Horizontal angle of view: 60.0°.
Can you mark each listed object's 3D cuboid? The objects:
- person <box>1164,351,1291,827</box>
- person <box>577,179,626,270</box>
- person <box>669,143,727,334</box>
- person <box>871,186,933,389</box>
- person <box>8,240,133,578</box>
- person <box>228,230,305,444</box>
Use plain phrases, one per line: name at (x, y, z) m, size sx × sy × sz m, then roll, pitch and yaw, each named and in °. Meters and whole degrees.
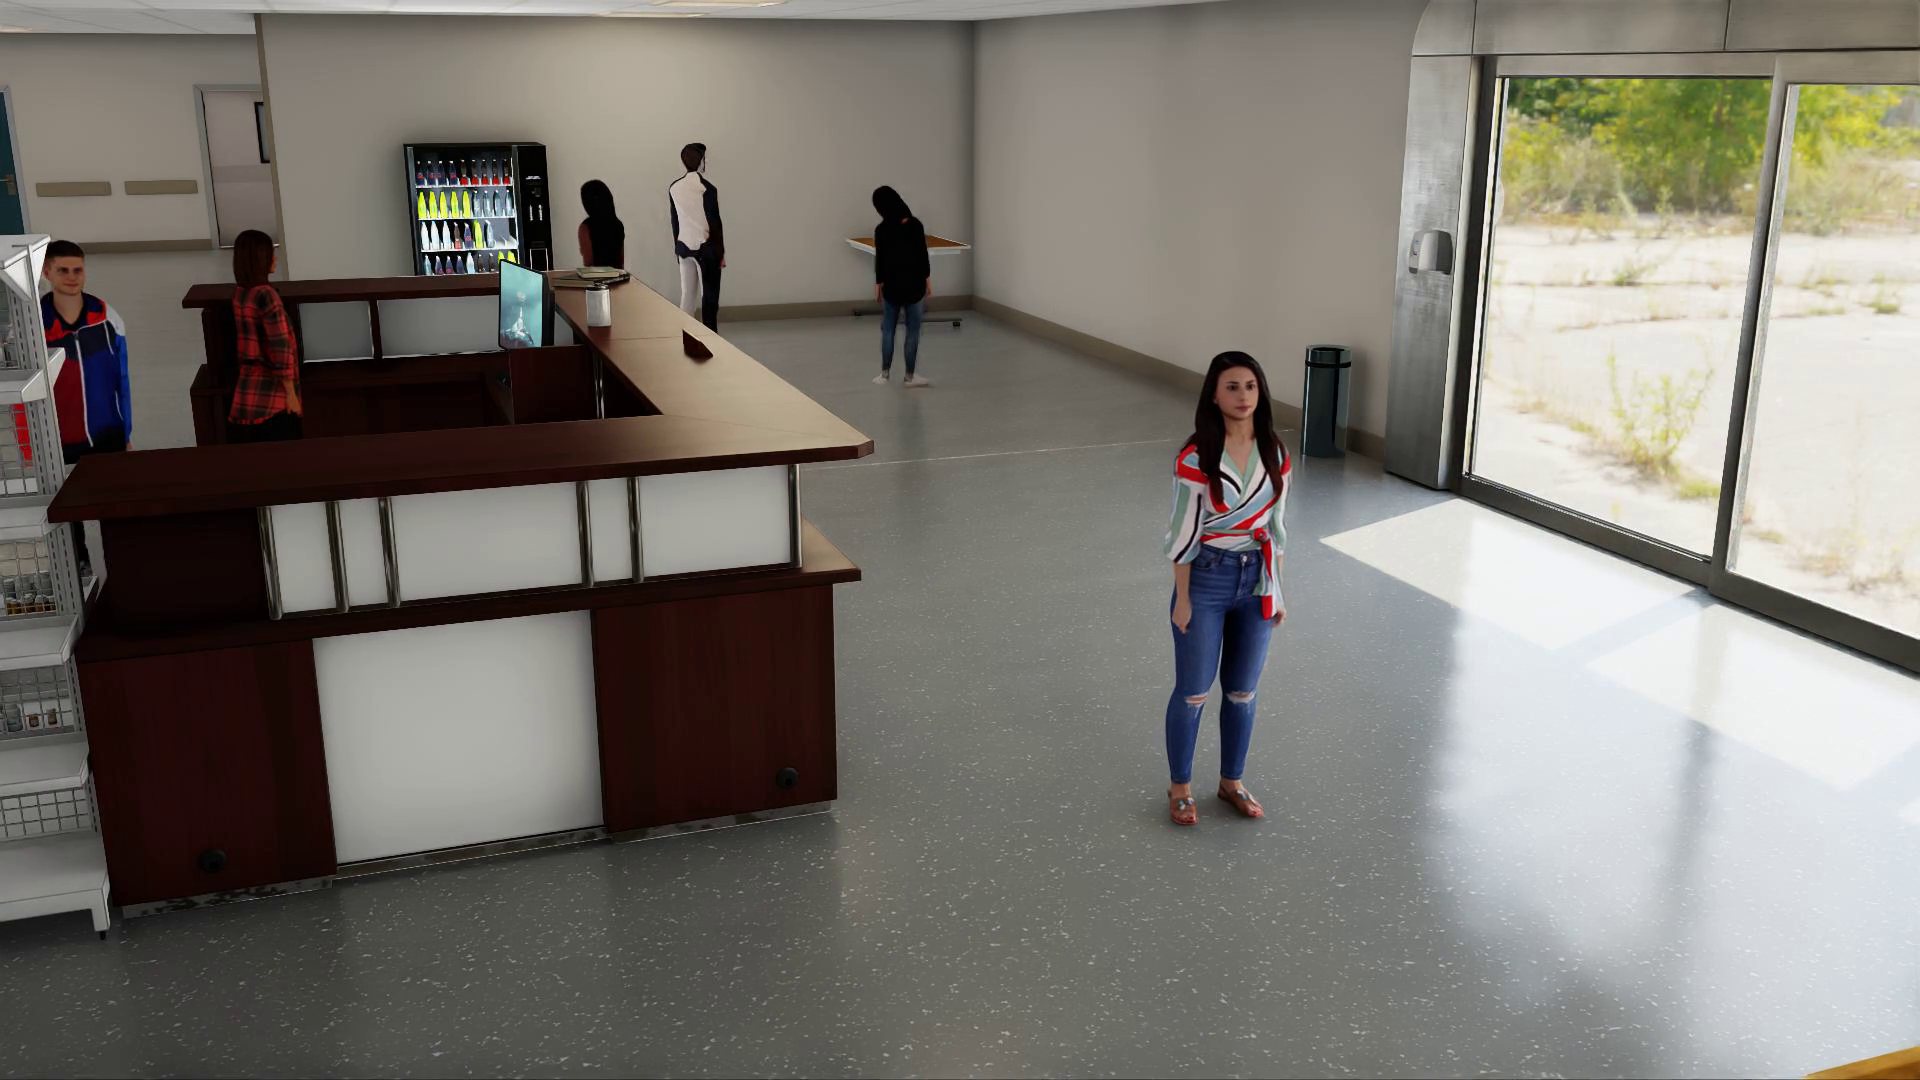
person at (0.890, 0.161, 5.606) m, size 0.466 × 1.614 × 0.659 m, roll -4°, pitch 16°, yaw -15°
person at (-2.497, -1.699, 12.074) m, size 1.118 × 1.685 × 1.202 m, roll 12°, pitch 20°, yaw 37°
person at (-2.291, -2.510, 14.564) m, size 0.767 × 1.893 × 0.809 m, roll 9°, pitch 18°, yaw 29°
person at (-0.433, -2.030, 13.385) m, size 0.675 × 1.610 × 0.799 m, roll 6°, pitch 17°, yaw 21°
person at (-4.114, -0.488, 7.746) m, size 1.222 × 1.702 × 0.972 m, roll -11°, pitch 19°, yaw -33°
person at (-3.646, -0.773, 8.758) m, size 0.699 × 1.701 × 0.703 m, roll 14°, pitch 21°, yaw 41°
